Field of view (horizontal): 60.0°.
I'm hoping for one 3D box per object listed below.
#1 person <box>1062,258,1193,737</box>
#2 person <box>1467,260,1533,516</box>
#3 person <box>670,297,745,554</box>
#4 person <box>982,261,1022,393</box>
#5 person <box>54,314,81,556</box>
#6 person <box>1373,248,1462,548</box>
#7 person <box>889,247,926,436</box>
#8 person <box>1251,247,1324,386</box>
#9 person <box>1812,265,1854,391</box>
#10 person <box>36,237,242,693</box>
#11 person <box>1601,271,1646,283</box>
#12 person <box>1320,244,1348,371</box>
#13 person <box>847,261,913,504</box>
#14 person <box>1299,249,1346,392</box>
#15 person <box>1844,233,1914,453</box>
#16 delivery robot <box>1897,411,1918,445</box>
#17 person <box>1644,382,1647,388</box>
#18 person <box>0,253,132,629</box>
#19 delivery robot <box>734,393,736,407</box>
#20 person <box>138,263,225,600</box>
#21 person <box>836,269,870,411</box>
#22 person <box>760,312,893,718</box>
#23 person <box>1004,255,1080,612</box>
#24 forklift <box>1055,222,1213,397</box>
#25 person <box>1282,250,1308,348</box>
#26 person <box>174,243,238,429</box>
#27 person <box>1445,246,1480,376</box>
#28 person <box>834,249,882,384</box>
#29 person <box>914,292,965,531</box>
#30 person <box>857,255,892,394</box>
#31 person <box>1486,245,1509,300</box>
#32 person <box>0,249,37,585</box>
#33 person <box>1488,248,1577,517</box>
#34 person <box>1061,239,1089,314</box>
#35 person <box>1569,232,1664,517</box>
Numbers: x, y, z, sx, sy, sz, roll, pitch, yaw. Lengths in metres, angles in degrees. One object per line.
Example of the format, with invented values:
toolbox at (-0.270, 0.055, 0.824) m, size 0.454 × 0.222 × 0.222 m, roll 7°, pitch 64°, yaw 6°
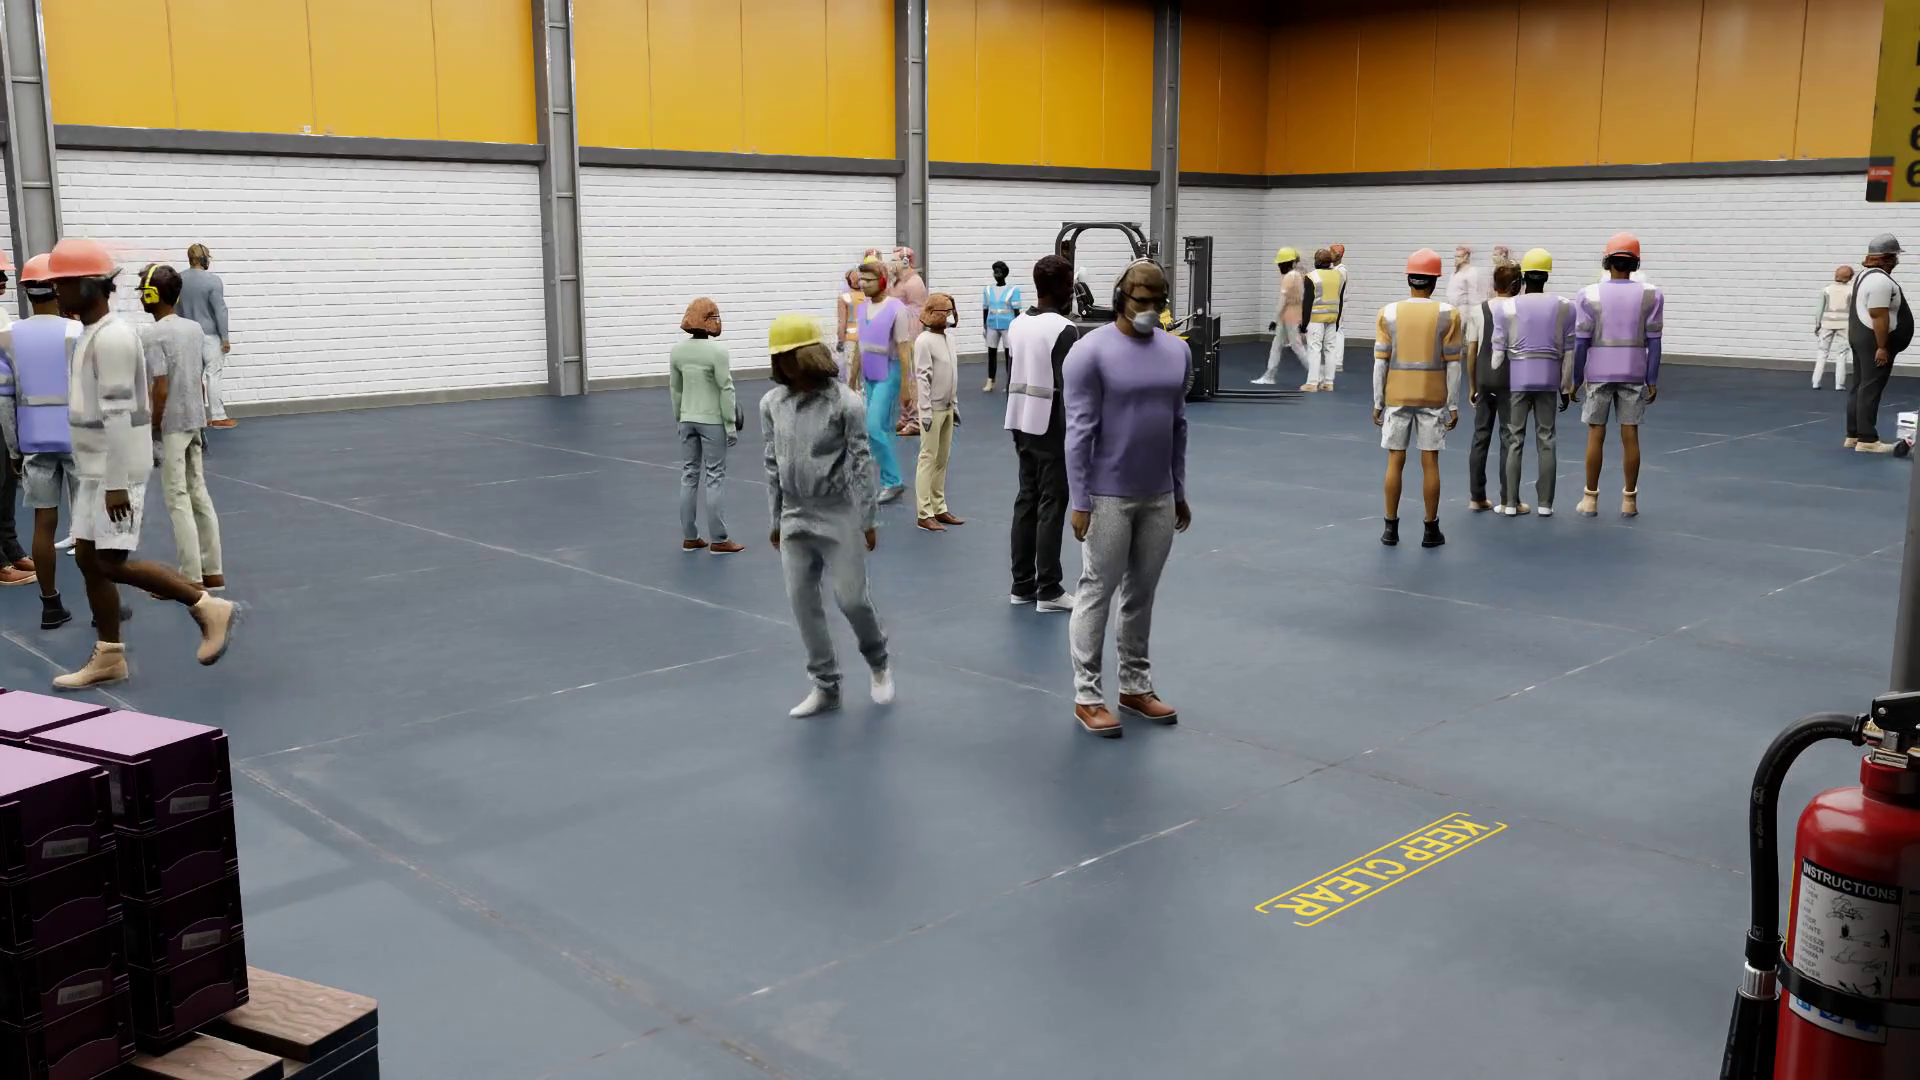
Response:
person at (0.696, -0.177, 6.811) m, size 0.628 × 1.931 × 0.374 m, roll -7°, pitch 13°, yaw -34°
person at (3.919, -1.098, 12.062) m, size 0.350 × 1.846 × 0.506 m, roll -9°, pitch 14°, yaw -42°
person at (-1.624, -0.725, 10.605) m, size 0.498 × 1.634 × 0.280 m, roll 7°, pitch 12°, yaw 33°
person at (0.532, -2.736, 21.403) m, size 0.543 × 1.695 × 0.320 m, roll 4°, pitch 11°, yaw 22°
person at (-5.667, -0.718, 10.587) m, size 0.335 × 1.636 × 0.522 m, roll -10°, pitch 14°, yaw -42°
person at (2.974, -0.920, 10.842) m, size 0.551 × 1.935 × 0.371 m, roll 4°, pitch 11°, yaw 20°
person at (-0.571, -2.011, 16.874) m, size 0.407 × 1.906 × 0.655 m, roll -3°, pitch 11°, yaw -16°
person at (4.446, -2.974, 22.267) m, size 0.970 × 1.870 × 0.575 m, roll 3°, pitch 11°, yaw 16°
person at (11.450, -2.759, 21.703) m, size 0.536 × 1.633 × 0.333 m, roll 8°, pitch 13°, yaw 38°
person at (-3.710, -0.331, 7.413) m, size 0.689 × 2.017 × 0.618 m, roll -8°, pitch 13°, yaw -37°
person at (8.219, -2.733, 20.767) m, size 0.572 × 1.926 × 0.530 m, roll 8°, pitch 13°, yaw 37°
person at (5.599, -3.459, 24.837) m, size 0.356 × 1.883 × 0.574 m, roll 0°, pitch 10°, yaw 0°
person at (-0.622, -1.181, 12.570) m, size 0.511 × 1.826 × 0.563 m, roll -6°, pitch 12°, yaw -31°
person at (4.679, -2.844, 21.593) m, size 0.626 × 1.846 × 0.429 m, roll -5°, pitch 12°, yaw -27°
person at (8.653, -1.852, 15.640) m, size 0.537 × 2.000 × 0.687 m, roll 3°, pitch 11°, yaw 14°
delivery robot at (8.877, -1.045, 15.043) m, size 0.707 × 0.478 × 0.477 m, roll -2°, pitch 11°, yaw -10°
person at (8.703, -2.867, 21.800) m, size 0.849 × 1.808 × 0.654 m, roll 4°, pitch 11°, yaw 20°
person at (-4.625, -0.498, 8.568) m, size 0.543 × 1.928 × 0.371 m, roll -1°, pitch 10°, yaw -8°
delivery robot at (-2.570, -1.483, 17.432) m, size 0.477 × 0.478 × 0.707 m, roll -3°, pitch 11°, yaw -16°
person at (-4.374, -0.595, 9.270) m, size 0.309 × 1.864 × 0.531 m, roll 1°, pitch 10°, yaw 6°
person at (-1.185, -2.271, 19.022) m, size 0.514 × 1.641 × 0.308 m, roll -9°, pitch 13°, yaw -39°
person at (-0.578, -0.100, 6.984) m, size 0.512 × 1.713 × 0.549 m, roll 5°, pitch 12°, yaw 25°
person at (0.455, -0.571, 8.989) m, size 0.375 × 1.917 × 0.598 m, roll -6°, pitch 12°, yaw -29°
forklift at (1.935, -2.847, 20.651) m, size 2.313 × 2.155 × 1.214 m, roll 2°, pitch 11°, yaw 13°
person at (6.024, -4.352, 30.053) m, size 0.523 × 1.758 × 0.335 m, roll -4°, pitch 11°, yaw -19°
person at (-7.913, -2.123, 17.397) m, size 0.638 × 1.938 × 0.357 m, roll 3°, pitch 11°, yaw 16°
person at (7.270, -3.298, 23.998) m, size 0.886 × 1.872 × 0.641 m, roll -1°, pitch 10°, yaw -6°
person at (-1.276, -2.763, 21.169) m, size 0.711 × 1.853 × 0.654 m, roll -6°, pitch 12°, yaw -29°
person at (-0.146, -0.886, 11.489) m, size 0.286 × 1.633 × 0.499 m, roll 5°, pitch 11°, yaw 25°
person at (-1.119, -2.717, 21.113) m, size 0.532 × 1.766 × 0.329 m, roll 3°, pitch 11°, yaw 16°
person at (8.181, -3.489, 25.031) m, size 0.887 × 1.876 × 0.641 m, roll -2°, pitch 11°, yaw -11°
person at (-5.622, -0.738, 9.694) m, size 0.376 × 1.995 × 0.612 m, roll -2°, pitch 11°, yaw -11°
person at (4.098, -1.120, 11.959) m, size 0.585 × 1.928 × 0.369 m, roll 1°, pitch 10°, yaw 7°
person at (1.484, -3.118, 22.746) m, size 0.364 × 1.964 × 0.612 m, roll -10°, pitch 15°, yaw -44°
person at (4.708, -1.181, 11.972) m, size 0.605 × 2.045 × 0.378 m, roll 3°, pitch 11°, yaw 14°
